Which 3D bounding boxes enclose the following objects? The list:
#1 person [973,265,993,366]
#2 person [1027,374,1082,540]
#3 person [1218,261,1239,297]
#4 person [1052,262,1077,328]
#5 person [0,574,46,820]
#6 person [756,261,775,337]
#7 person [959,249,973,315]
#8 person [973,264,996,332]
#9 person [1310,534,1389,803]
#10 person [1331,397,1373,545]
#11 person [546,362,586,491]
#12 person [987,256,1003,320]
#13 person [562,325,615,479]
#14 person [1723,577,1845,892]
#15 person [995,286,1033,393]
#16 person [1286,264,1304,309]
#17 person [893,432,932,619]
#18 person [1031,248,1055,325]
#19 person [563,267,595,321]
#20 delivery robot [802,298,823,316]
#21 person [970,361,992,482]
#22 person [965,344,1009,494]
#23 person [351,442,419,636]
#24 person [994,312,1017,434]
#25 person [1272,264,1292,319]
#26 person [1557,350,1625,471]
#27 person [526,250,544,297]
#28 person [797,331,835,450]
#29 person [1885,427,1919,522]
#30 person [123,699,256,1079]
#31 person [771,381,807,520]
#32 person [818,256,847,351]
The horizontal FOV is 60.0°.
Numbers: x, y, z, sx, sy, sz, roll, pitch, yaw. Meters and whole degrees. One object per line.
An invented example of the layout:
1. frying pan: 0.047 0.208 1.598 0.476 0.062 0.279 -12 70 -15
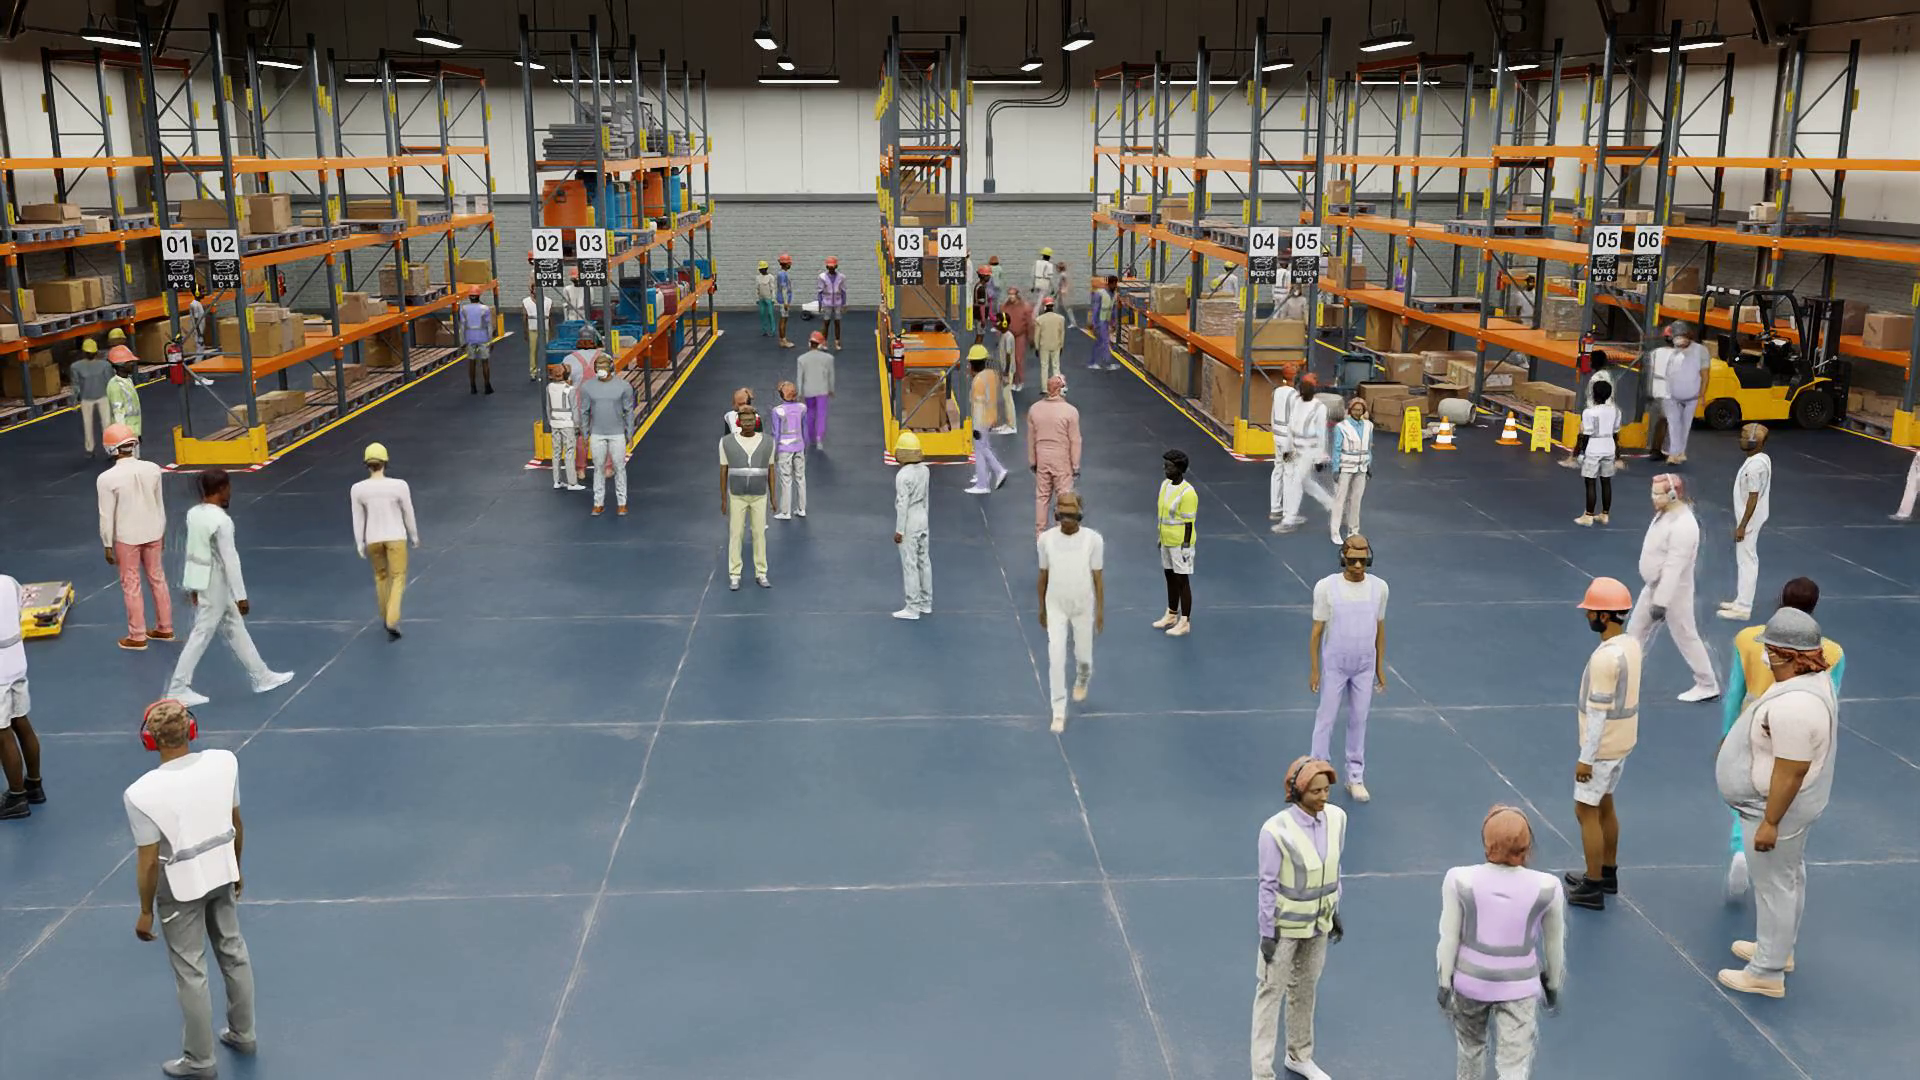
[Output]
1. person: 0.459 -4.458 33.184 0.407 2.035 0.605 -1 13 -3
2. person: 1.053 -0.854 18.170 0.641 1.910 0.401 9 16 34
3. person: 6.192 -5.557 38.404 0.525 1.767 0.311 10 16 35
4. person: 2.463 -5.941 40.393 0.830 1.594 0.505 -2 13 -6
5. person: -6.283 0.868 10.808 0.378 1.938 0.547 0 13 -1
6. person: -4.516 -5.586 38.550 0.536 1.753 0.342 8 15 31
7. person: 0.152 -6.743 43.473 0.349 1.743 0.563 3 14 13
8. person: 0.627 -5.787 39.763 0.867 1.589 0.514 11 17 38
9. person: 2.585 0.851 11.083 0.517 1.843 0.326 -1 13 -6
10. person: 4.331 -0.764 18.370 0.523 1.636 0.310 -6 15 -24
11. person: -5.056 -1.443 21.242 0.523 1.639 0.309 8 16 32
12. person: 0.869 -6.426 42.391 0.507 1.623 0.288 -8 16 -32
13. person: -4.907 -1.834 22.036 0.686 2.000 0.538 -4 14 -16
14. person: 4.780 1.147 9.728 0.599 1.896 0.731 9 16 34
15. person: 0.939 -3.591 29.805 0.678 1.882 0.698 6 14 23
16. person: 9.039 -7.102 44.640 0.636 1.911 0.405 10 17 37
17. person: -0.465 -0.137 15.487 0.321 1.742 0.492 8 15 30
18. person: 2.127 -6.300 41.307 0.974 1.871 0.609 -12 18 -42
19. person: -7.439 -4.307 32.506 0.608 2.045 0.392 1 13 3
20. delivery robot: -3.639 -5.888 42.195 0.707 0.478 0.477 1 13 6
21. person: 0.281 -1.571 21.793 0.267 1.631 0.509 2 13 9
22. person: 0.301 -1.514 20.955 0.487 1.911 0.605 5 14 20
23. person: -5.173 -0.010 14.950 0.531 1.741 0.738 0 13 0
24. person: 0.699 -2.559 25.511 0.327 1.861 0.501 -2 13 -7
25. person: 7.388 -5.556 38.158 0.358 1.880 0.575 -9 16 -32
26. person: 8.649 -1.748 22.502 0.862 1.655 0.538 11 17 40
27. person: -9.810 -5.695 38.492 0.376 1.995 0.612 -5 14 -21
28. person: -2.102 -2.185 24.230 0.554 1.717 0.825 0 13 -2
29. person: 11.297 -1.040 19.180 0.581 1.818 0.909 -7 15 -29
30. person: -3.577 1.634 7.776 0.392 1.839 0.563 7 15 28
31. person: -2.005 -1.050 19.576 0.513 1.641 0.307 -13 18 -43
32. person: -2.743 -5.079 35.777 0.615 2.041 0.391 -3 14 -12
